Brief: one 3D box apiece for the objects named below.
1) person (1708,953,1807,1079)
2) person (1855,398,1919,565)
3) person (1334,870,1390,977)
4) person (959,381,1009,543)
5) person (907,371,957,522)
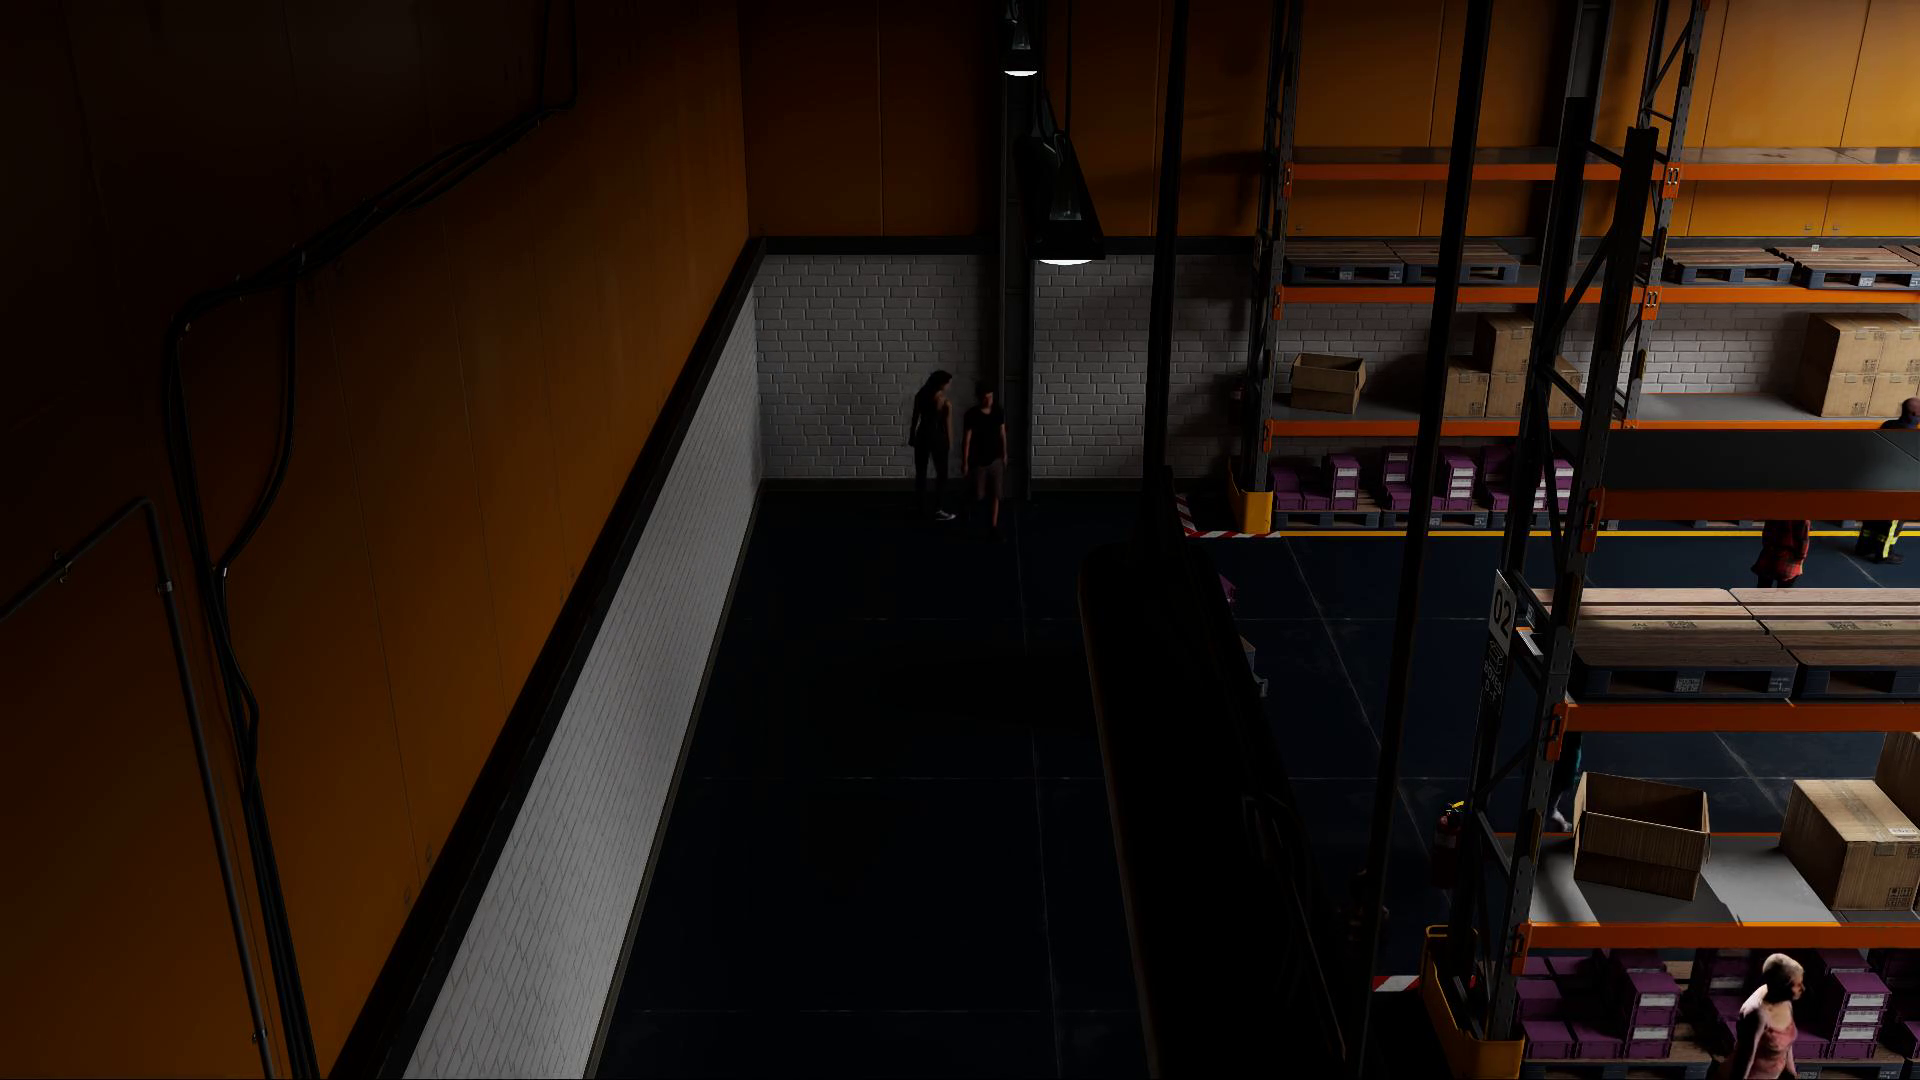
[{"bbox_3d":[4.430,3.027,9.491,1.133,1.648,1.012,18,29,35],"label":"person"},{"bbox_3d":[9.943,-0.652,17.692,0.781,1.821,0.823,-7,25,-16],"label":"person"},{"bbox_3d":[2.549,2.665,10.778,0.869,1.282,0.658,3,24,6],"label":"person"},{"bbox_3d":[0.220,-0.893,18.215,1.056,1.843,1.050,-14,27,-29],"label":"person"},{"bbox_3d":[-0.384,-1.071,18.741,0.636,1.750,0.868,1,24,3],"label":"person"}]
